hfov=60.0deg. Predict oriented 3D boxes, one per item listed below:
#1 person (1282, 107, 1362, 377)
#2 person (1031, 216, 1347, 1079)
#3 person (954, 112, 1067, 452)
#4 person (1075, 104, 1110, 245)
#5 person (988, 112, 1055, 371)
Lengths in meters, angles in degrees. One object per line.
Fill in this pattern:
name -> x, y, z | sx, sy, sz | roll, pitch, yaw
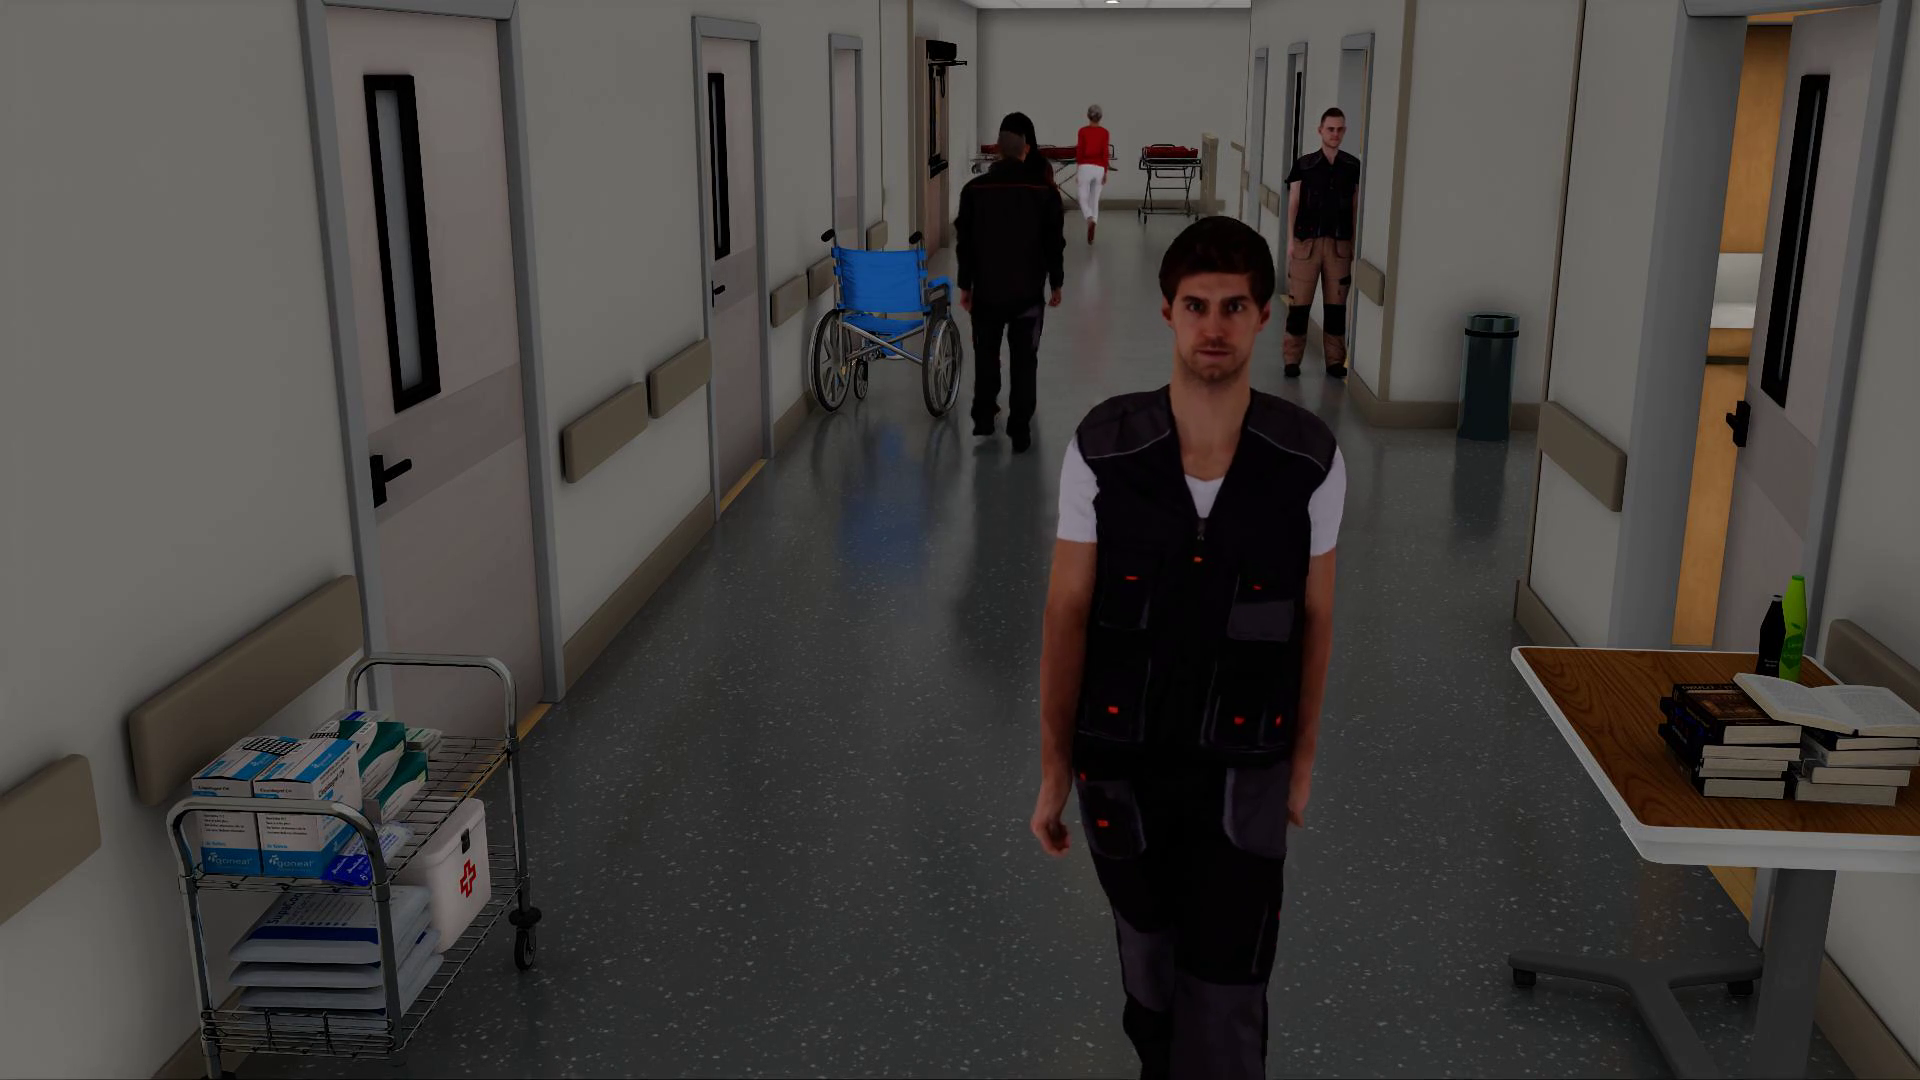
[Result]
person -> 2.520, -2.067, 11.564 | 0.665, 1.840, 0.572 | 1, 16, 3
person -> 0.393, 0.368, 3.005 | 0.720, 1.797, 1.197 | 3, 16, 10
person -> 0.267, -1.408, 9.214 | 0.767, 1.846, 0.654 | 2, 16, 7
person -> 1.595, -4.411, 20.179 | 0.634, 1.678, 0.964 | -1, 16, -2
person -> 0.431, -1.966, 11.283 | 0.812, 1.798, 0.922 | -3, 16, -11
